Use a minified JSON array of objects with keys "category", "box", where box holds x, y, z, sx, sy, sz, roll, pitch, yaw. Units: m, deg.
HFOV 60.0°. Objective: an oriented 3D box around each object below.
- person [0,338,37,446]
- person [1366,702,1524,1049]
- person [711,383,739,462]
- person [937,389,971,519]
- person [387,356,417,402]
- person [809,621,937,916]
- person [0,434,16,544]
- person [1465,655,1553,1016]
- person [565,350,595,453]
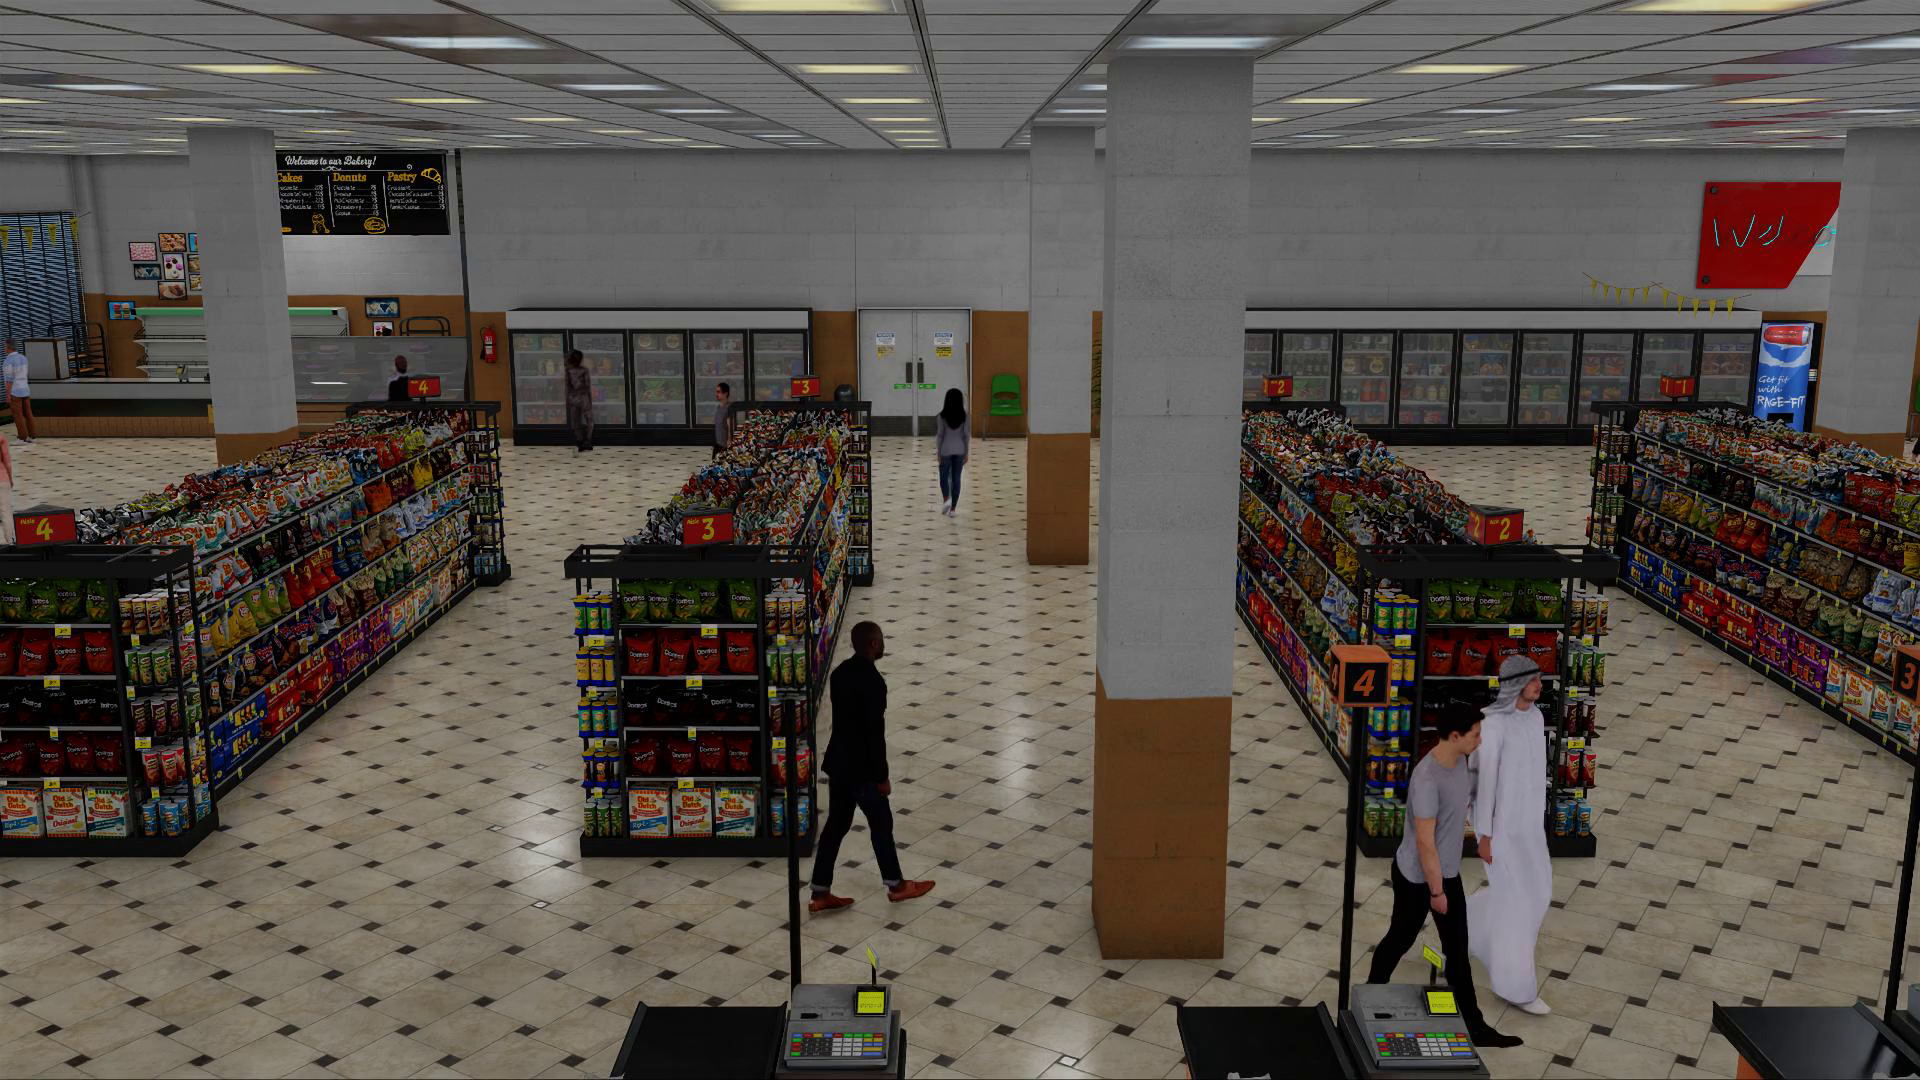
[{"category":"person","box":[-16.194,-2.552,28.588,0.771,1.825,0.526,1,12,7]},{"category":"person","box":[2.293,1.681,8.495,1.180,1.821,1.136,10,15,39]},{"category":"person","box":[-3.106,-1.266,22.704,1.150,1.733,1.126,-10,16,-40]},{"category":"person","box":[-0.077,-1.134,22.092,0.631,1.725,0.715,-1,12,-7]},{"category":"person","box":[-8.716,-1.952,25.808,1.151,1.796,1.103,11,16,43]},{"category":"person","box":[-0.709,1.402,9.925,1.052,1.778,1.089,-5,13,-24]},{"category":"person","box":[-11.773,-0.740,20.224,0.669,1.724,0.639,-4,13,-20]},{"category":"person","box":[2.897,1.536,8.970,1.055,1.908,1.148,-10,15,-39]},{"category":"person","box":[-6.353,-2.295,27.646,0.612,1.710,0.650,1,12,5]}]
